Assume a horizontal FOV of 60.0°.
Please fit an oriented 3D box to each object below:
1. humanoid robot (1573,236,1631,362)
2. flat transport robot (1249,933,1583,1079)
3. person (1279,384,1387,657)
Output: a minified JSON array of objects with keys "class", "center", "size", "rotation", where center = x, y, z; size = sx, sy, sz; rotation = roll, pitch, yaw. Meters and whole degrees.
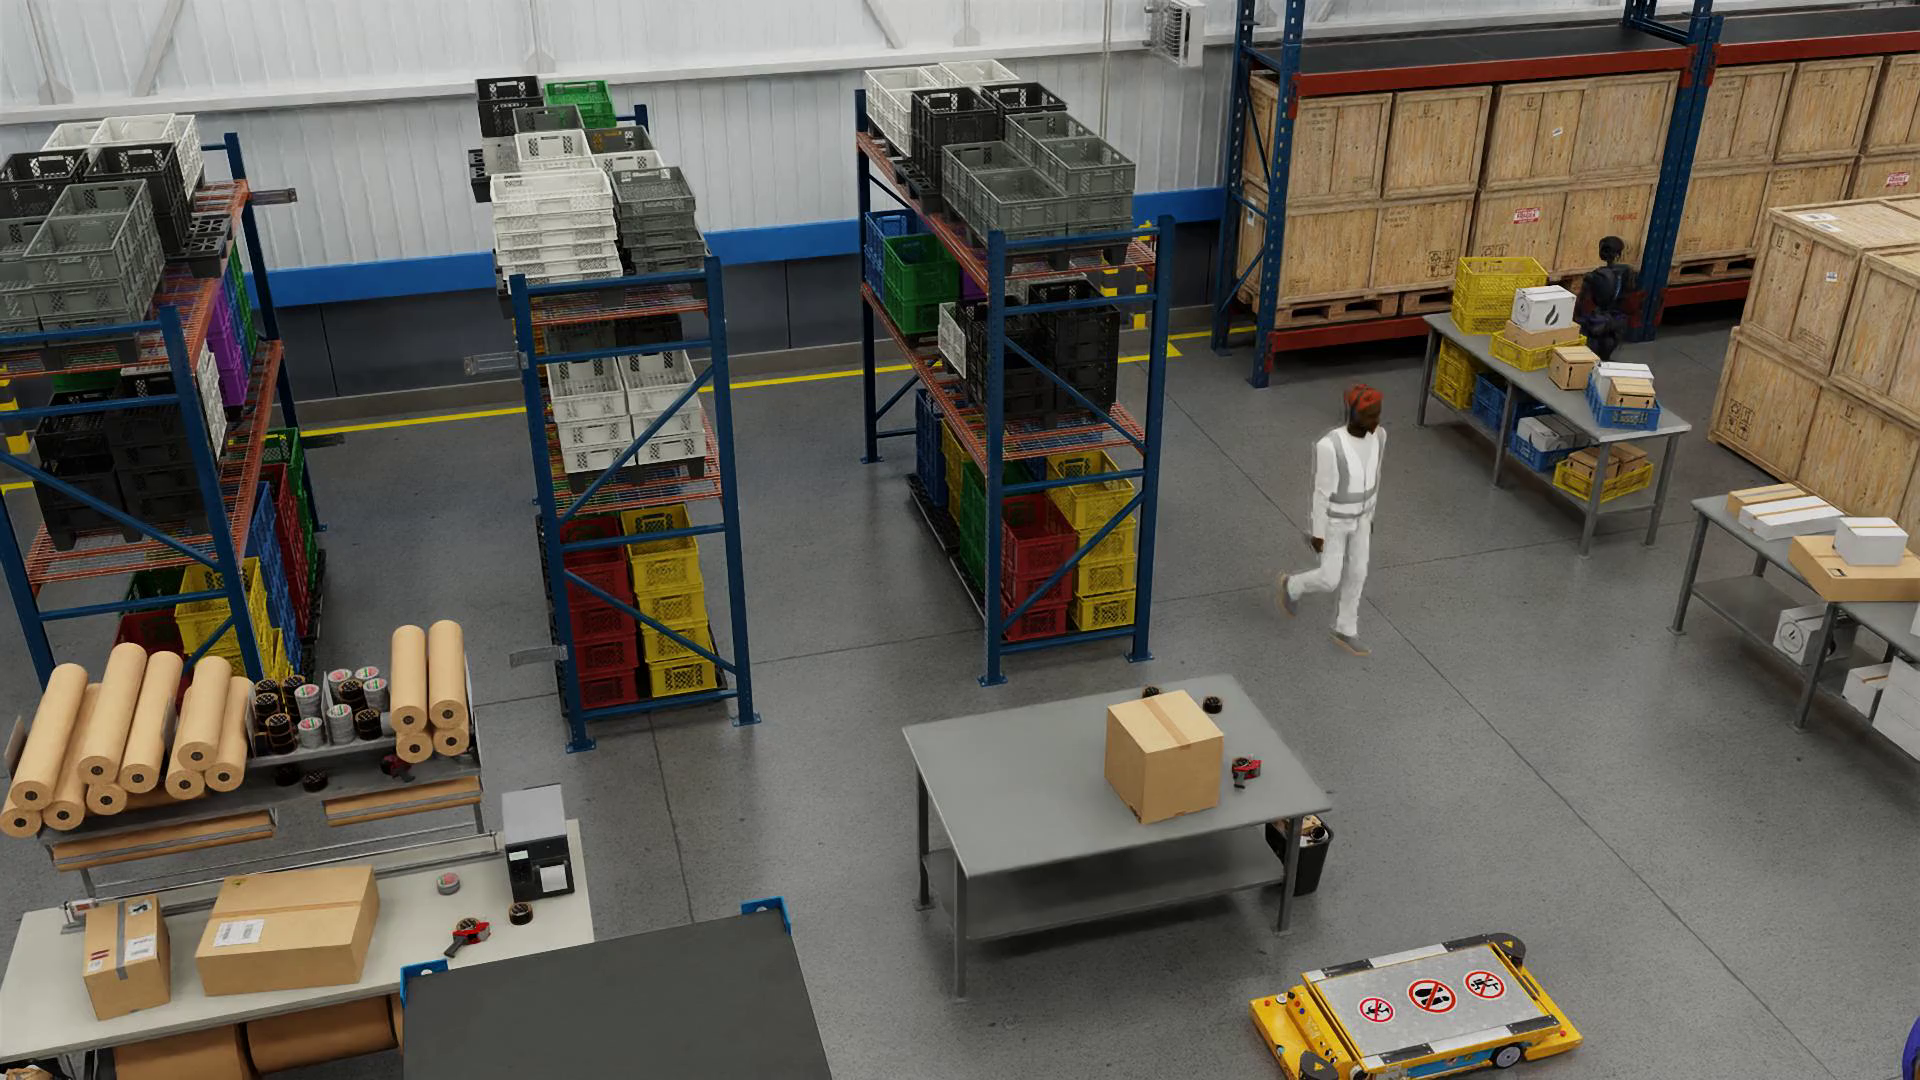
[{"class":"humanoid robot","center":[5.360,-1.743,13.890],"size":[0.578,1.639,0.650],"rotation":[-11,31,-19]},{"class":"flat transport robot","center":[2.184,2.282,7.980],"size":[1.431,0.197,0.652],"rotation":[-8,30,-14]},{"class":"person","center":[2.466,-0.157,10.788],"size":[0.585,1.861,0.648],"rotation":[-16,33,-27]}]
